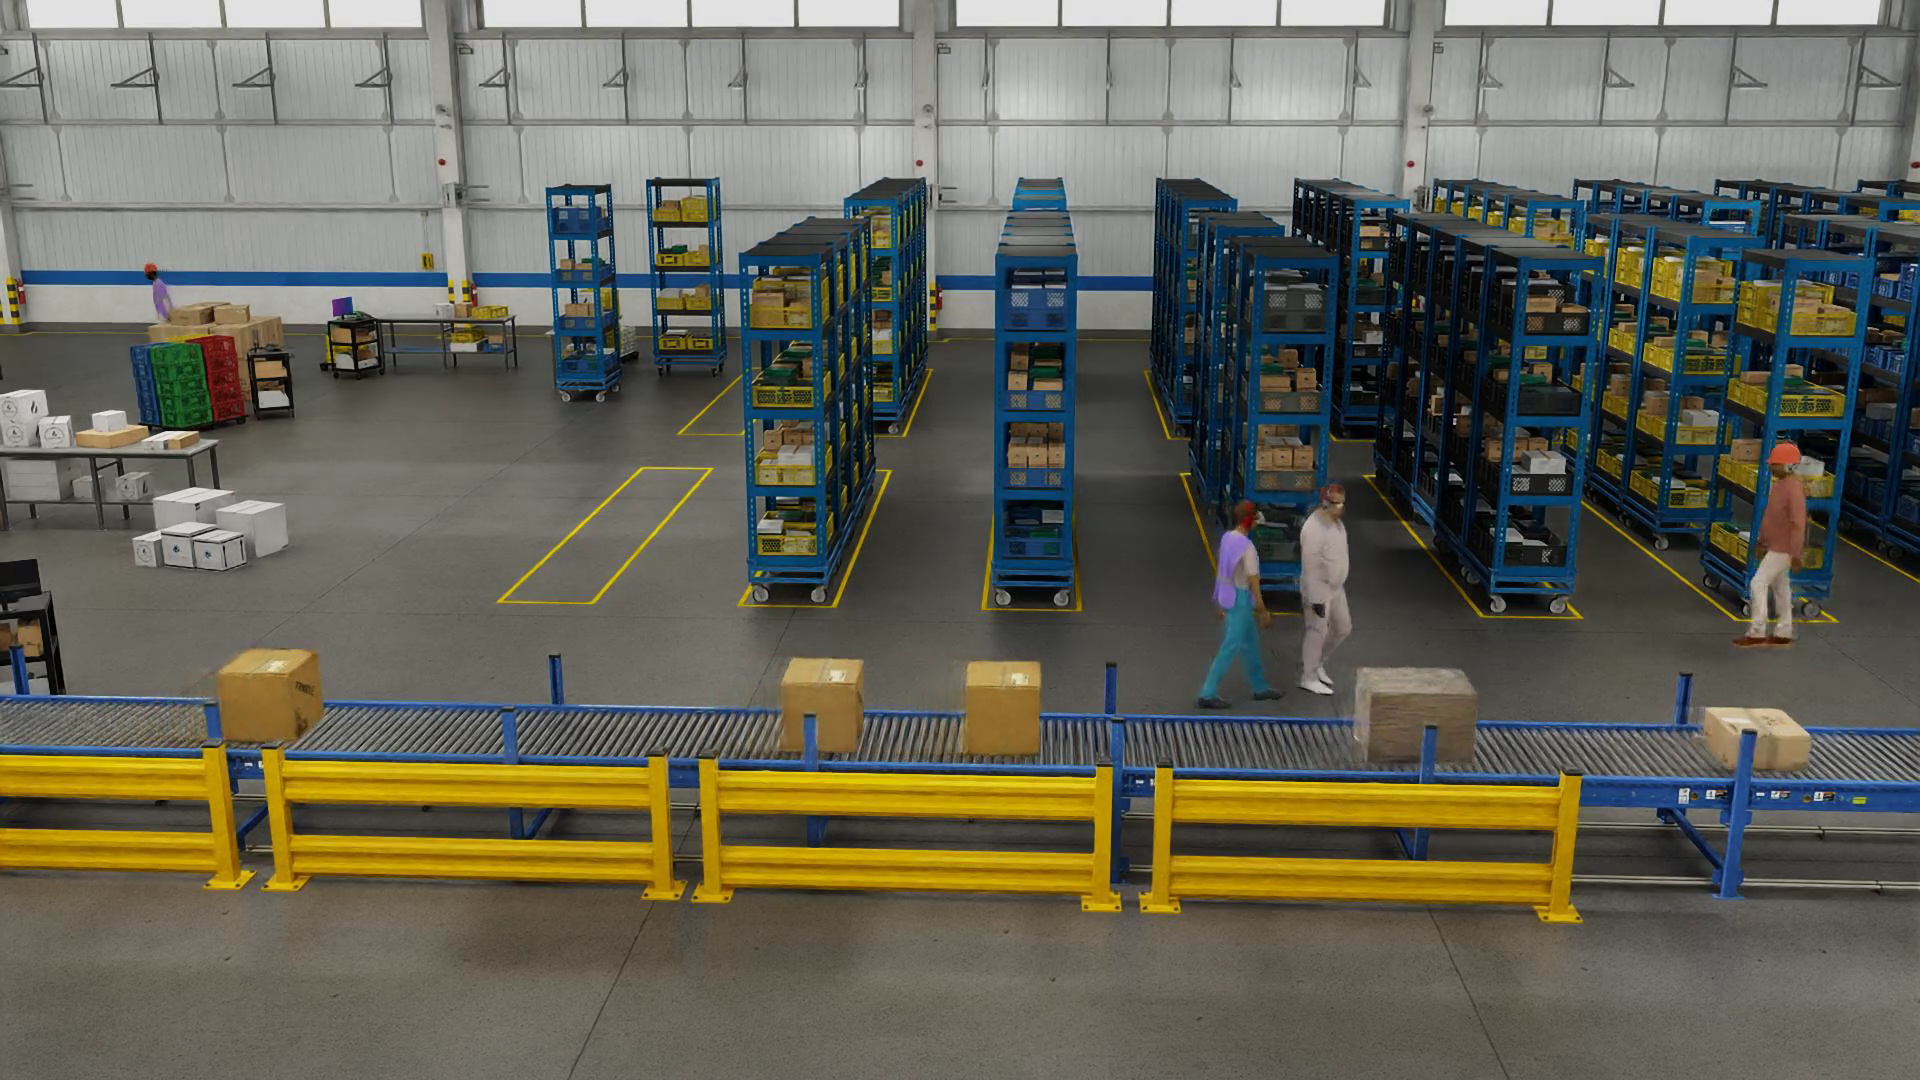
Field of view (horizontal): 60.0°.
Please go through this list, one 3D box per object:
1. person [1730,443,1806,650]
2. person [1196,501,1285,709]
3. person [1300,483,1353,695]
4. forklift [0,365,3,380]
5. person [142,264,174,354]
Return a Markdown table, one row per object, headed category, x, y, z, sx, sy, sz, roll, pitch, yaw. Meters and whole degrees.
| category | x | y | z | sx | sy | sz | roll | pitch | yaw |
| --- | --- | --- | --- | --- | --- | --- | --- | --- | --- |
| person | 7.555 | 0.062 | 15.554 | 0.720 | 1.969 | 0.649 | 3 | 15 | 12 |
| person | 2.403 | 0.550 | 14.076 | 0.829 | 1.809 | 0.596 | -2 | 15 | -7 |
| person | 3.159 | 0.432 | 14.359 | 0.422 | 1.891 | 0.639 | 11 | 19 | 35 |
| forklift | -17.855 | -3.989 | 28.889 | 1.129 | 2.768 | 1.873 | 1 | 15 | 3 |
| person | -15.620 | -4.479 | 32.633 | 1.025 | 1.866 | 0.603 | -6 | 16 | -23 |
